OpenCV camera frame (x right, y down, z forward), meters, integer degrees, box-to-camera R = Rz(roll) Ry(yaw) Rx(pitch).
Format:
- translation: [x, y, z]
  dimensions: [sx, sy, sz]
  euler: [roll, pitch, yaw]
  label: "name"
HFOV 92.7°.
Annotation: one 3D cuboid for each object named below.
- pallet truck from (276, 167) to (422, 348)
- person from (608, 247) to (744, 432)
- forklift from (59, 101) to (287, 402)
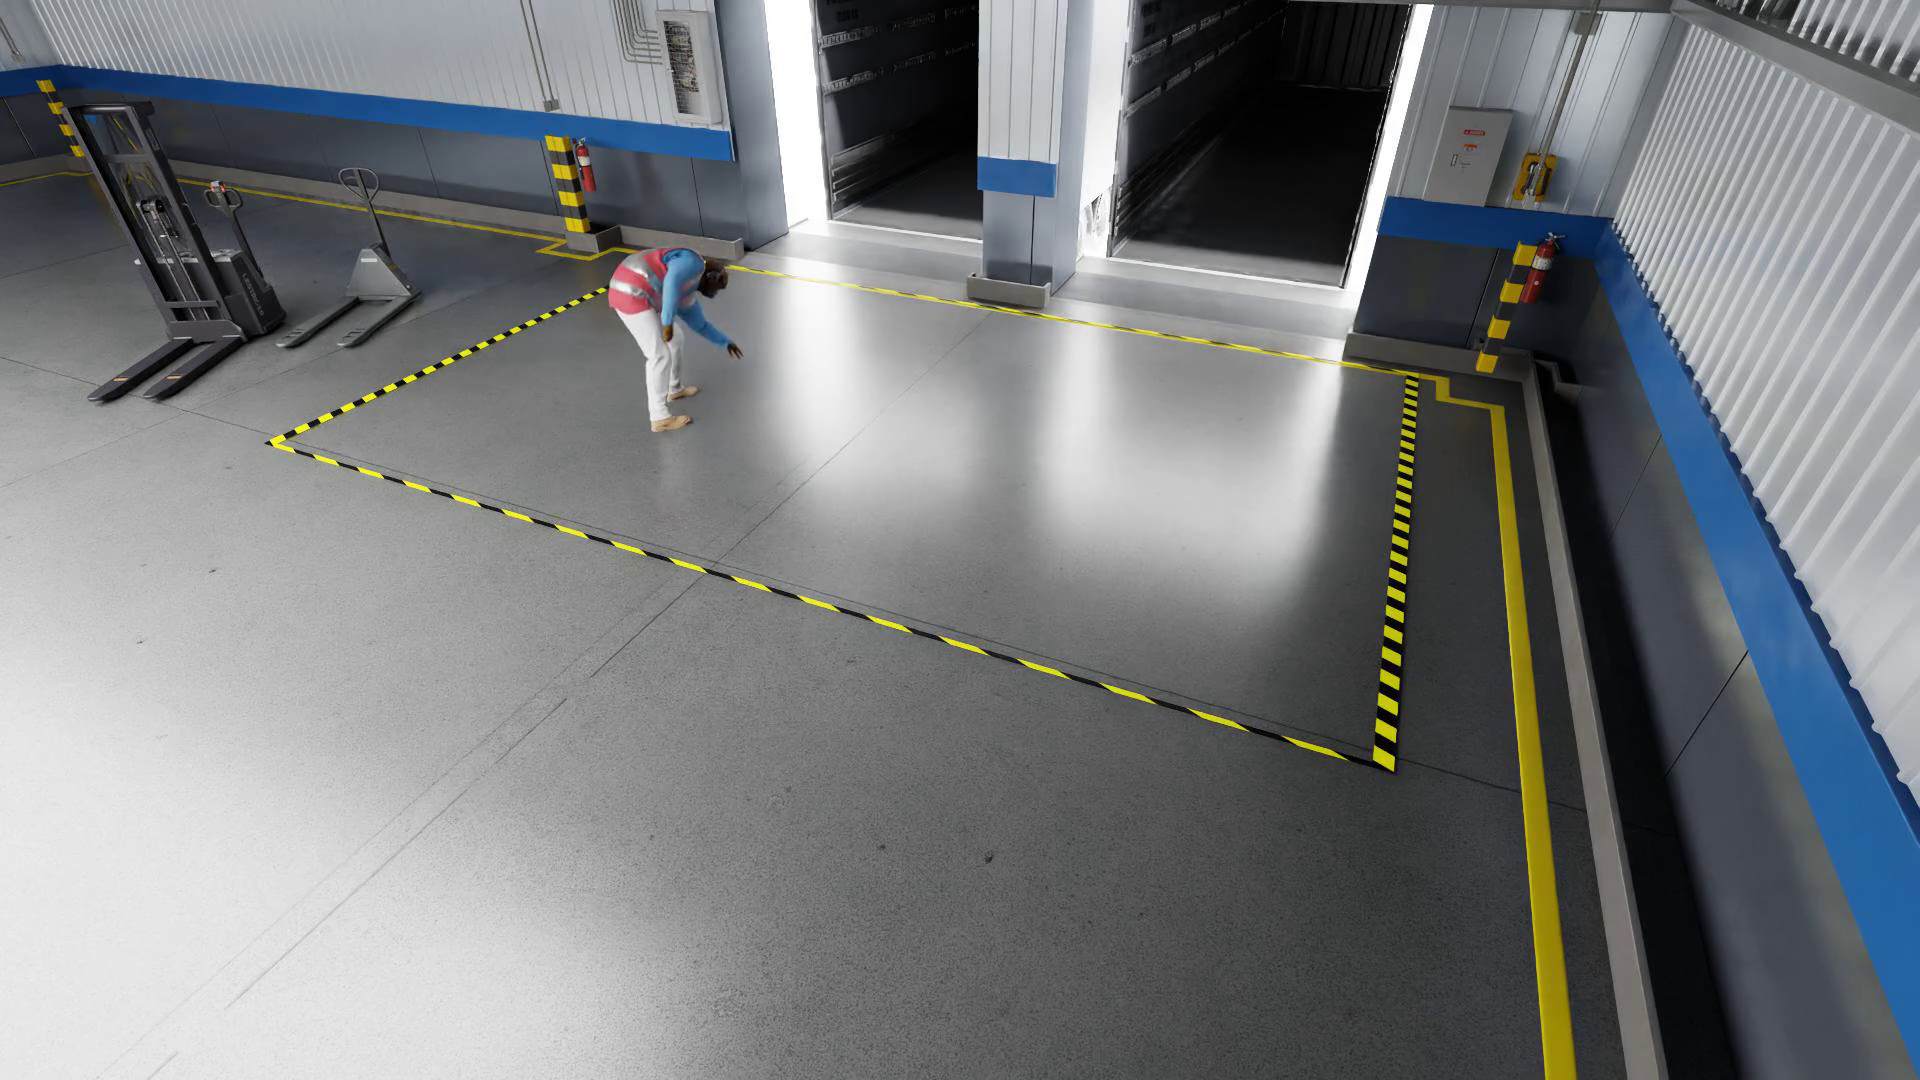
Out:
- translation: [-5.732, -2.611, 8.414]
  dimensions: [0.680, 1.201, 1.601]
  euler: [-1, 35, -1]
  label: "pallet truck"
- translation: [-2.142, -1.587, 6.982]
  dimensions: [0.875, 1.250, 0.952]
  euler: [-7, 36, -10]
  label: "person"
- translation: [-6.686, -2.387, 7.434]
  dimensions: [0.823, 1.965, 1.885]
  euler: [-3, 35, -5]
  label: "forklift"
